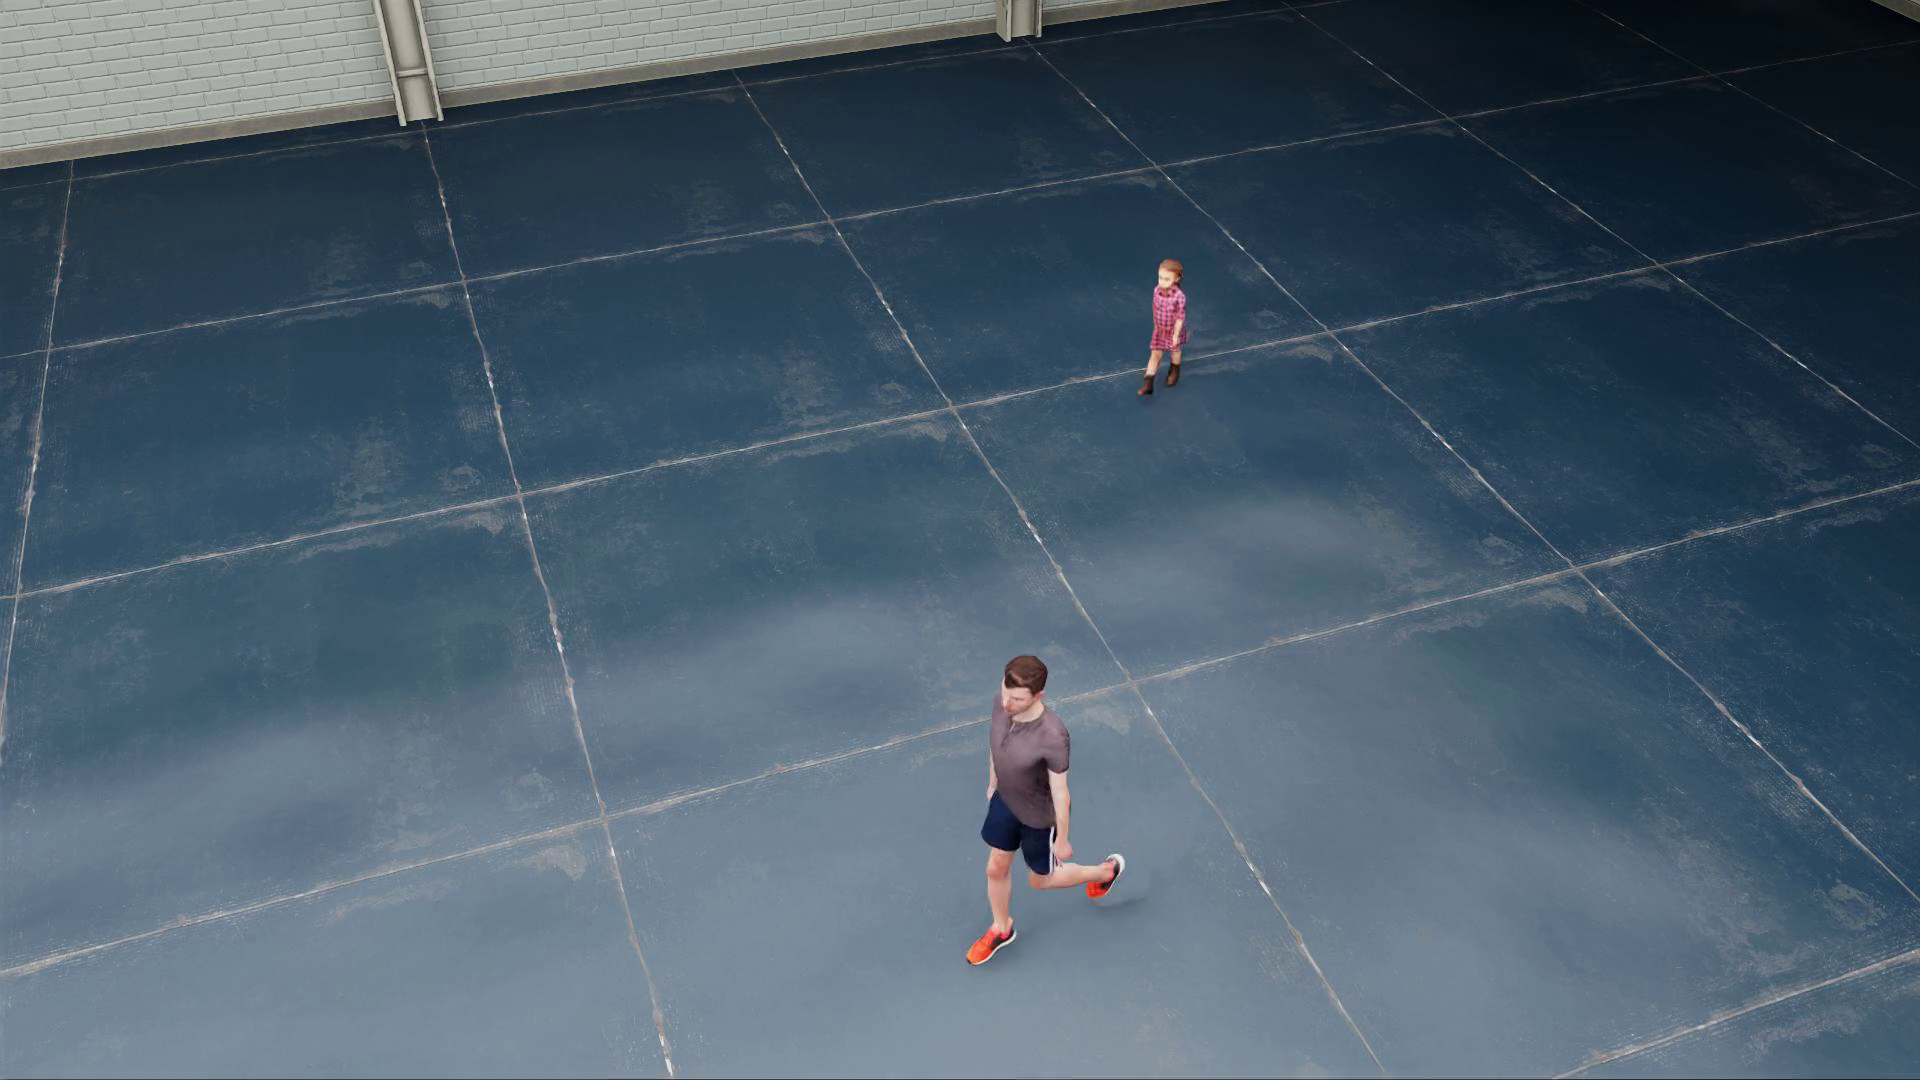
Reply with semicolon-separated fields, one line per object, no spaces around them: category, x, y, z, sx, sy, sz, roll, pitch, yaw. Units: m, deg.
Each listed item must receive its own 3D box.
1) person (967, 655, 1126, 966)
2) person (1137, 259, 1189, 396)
person;0.398;1.169;7.486;1.148;1.825;0.905;-23;44;-26
person;1.482;-1.497;11.568;0.682;0.994;0.787;21;43;25
